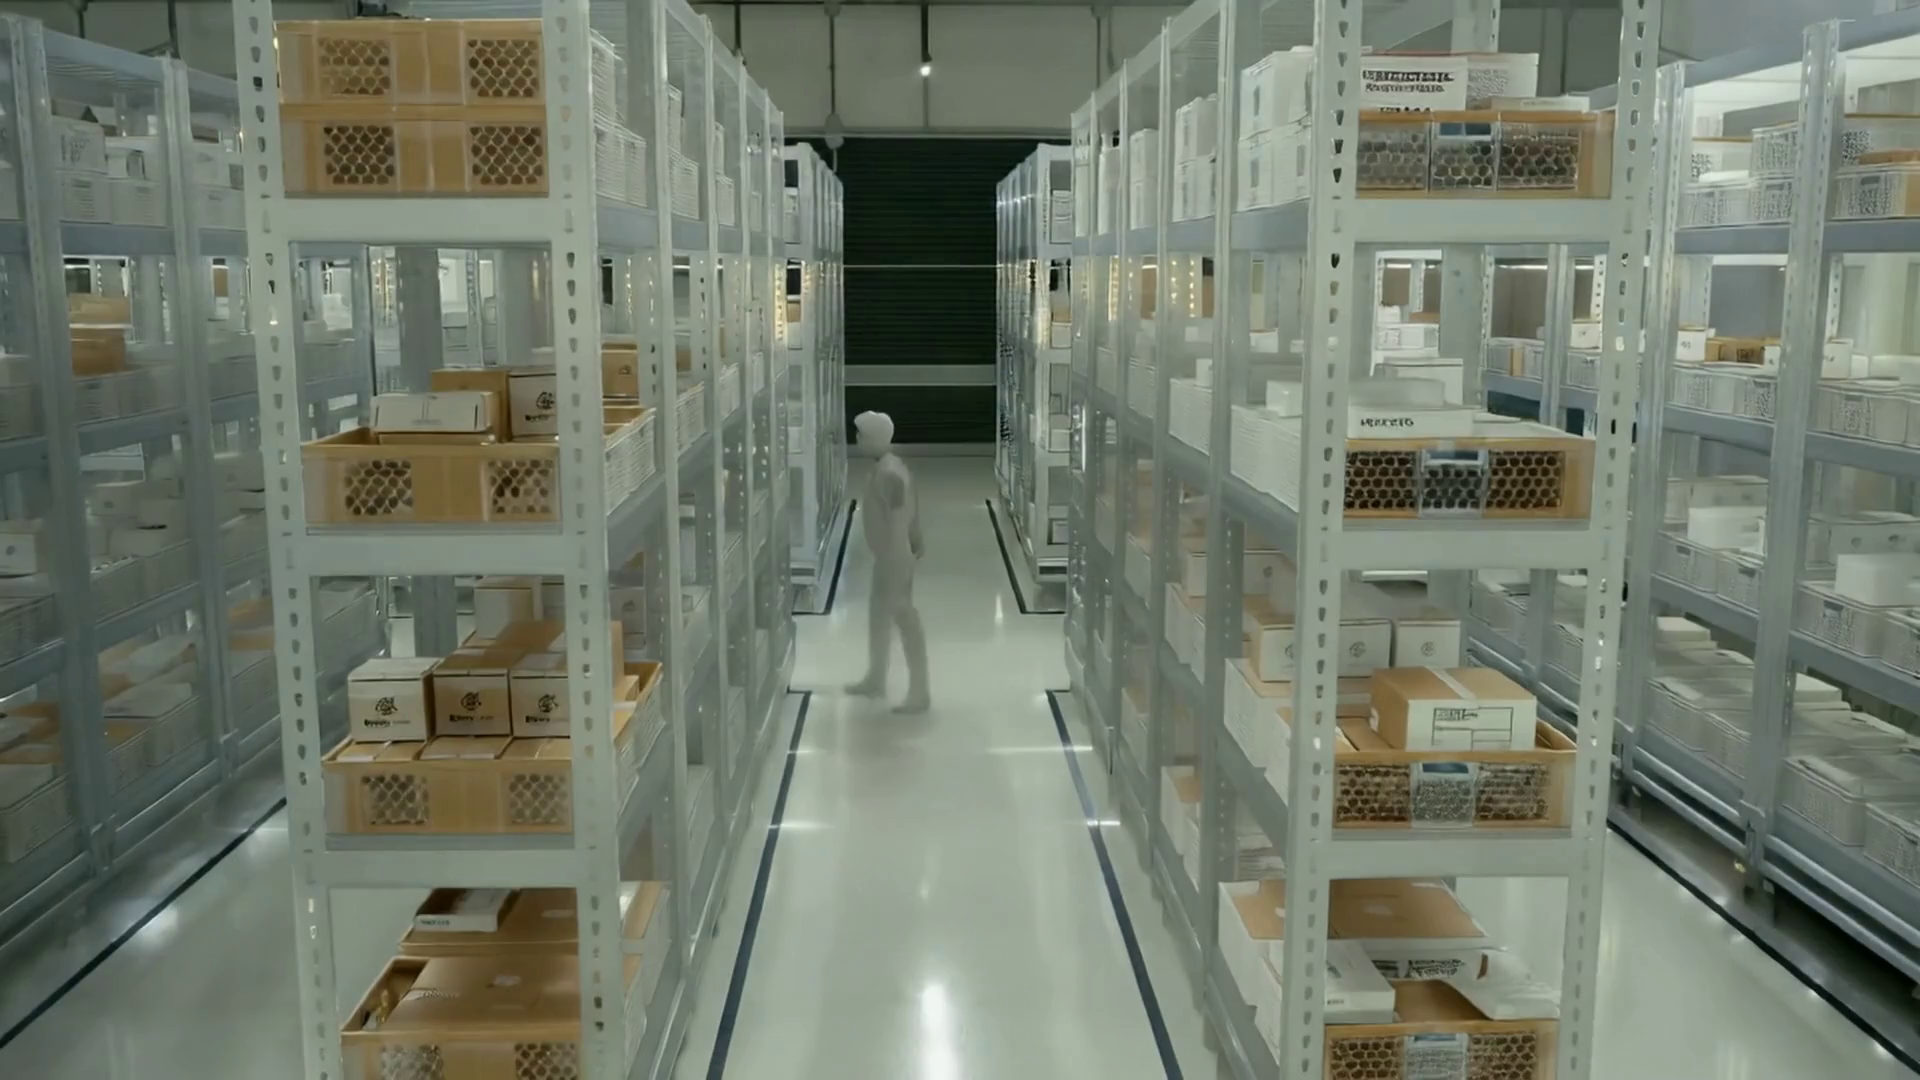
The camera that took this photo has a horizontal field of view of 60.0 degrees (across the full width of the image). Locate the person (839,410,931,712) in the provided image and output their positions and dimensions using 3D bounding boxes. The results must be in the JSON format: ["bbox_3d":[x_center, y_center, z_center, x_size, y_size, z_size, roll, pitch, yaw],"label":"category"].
[{"bbox_3d":[-0.444,0.117,10.144,0.482,1.833,0.583,-2,9,-9],"label":"person"}]
